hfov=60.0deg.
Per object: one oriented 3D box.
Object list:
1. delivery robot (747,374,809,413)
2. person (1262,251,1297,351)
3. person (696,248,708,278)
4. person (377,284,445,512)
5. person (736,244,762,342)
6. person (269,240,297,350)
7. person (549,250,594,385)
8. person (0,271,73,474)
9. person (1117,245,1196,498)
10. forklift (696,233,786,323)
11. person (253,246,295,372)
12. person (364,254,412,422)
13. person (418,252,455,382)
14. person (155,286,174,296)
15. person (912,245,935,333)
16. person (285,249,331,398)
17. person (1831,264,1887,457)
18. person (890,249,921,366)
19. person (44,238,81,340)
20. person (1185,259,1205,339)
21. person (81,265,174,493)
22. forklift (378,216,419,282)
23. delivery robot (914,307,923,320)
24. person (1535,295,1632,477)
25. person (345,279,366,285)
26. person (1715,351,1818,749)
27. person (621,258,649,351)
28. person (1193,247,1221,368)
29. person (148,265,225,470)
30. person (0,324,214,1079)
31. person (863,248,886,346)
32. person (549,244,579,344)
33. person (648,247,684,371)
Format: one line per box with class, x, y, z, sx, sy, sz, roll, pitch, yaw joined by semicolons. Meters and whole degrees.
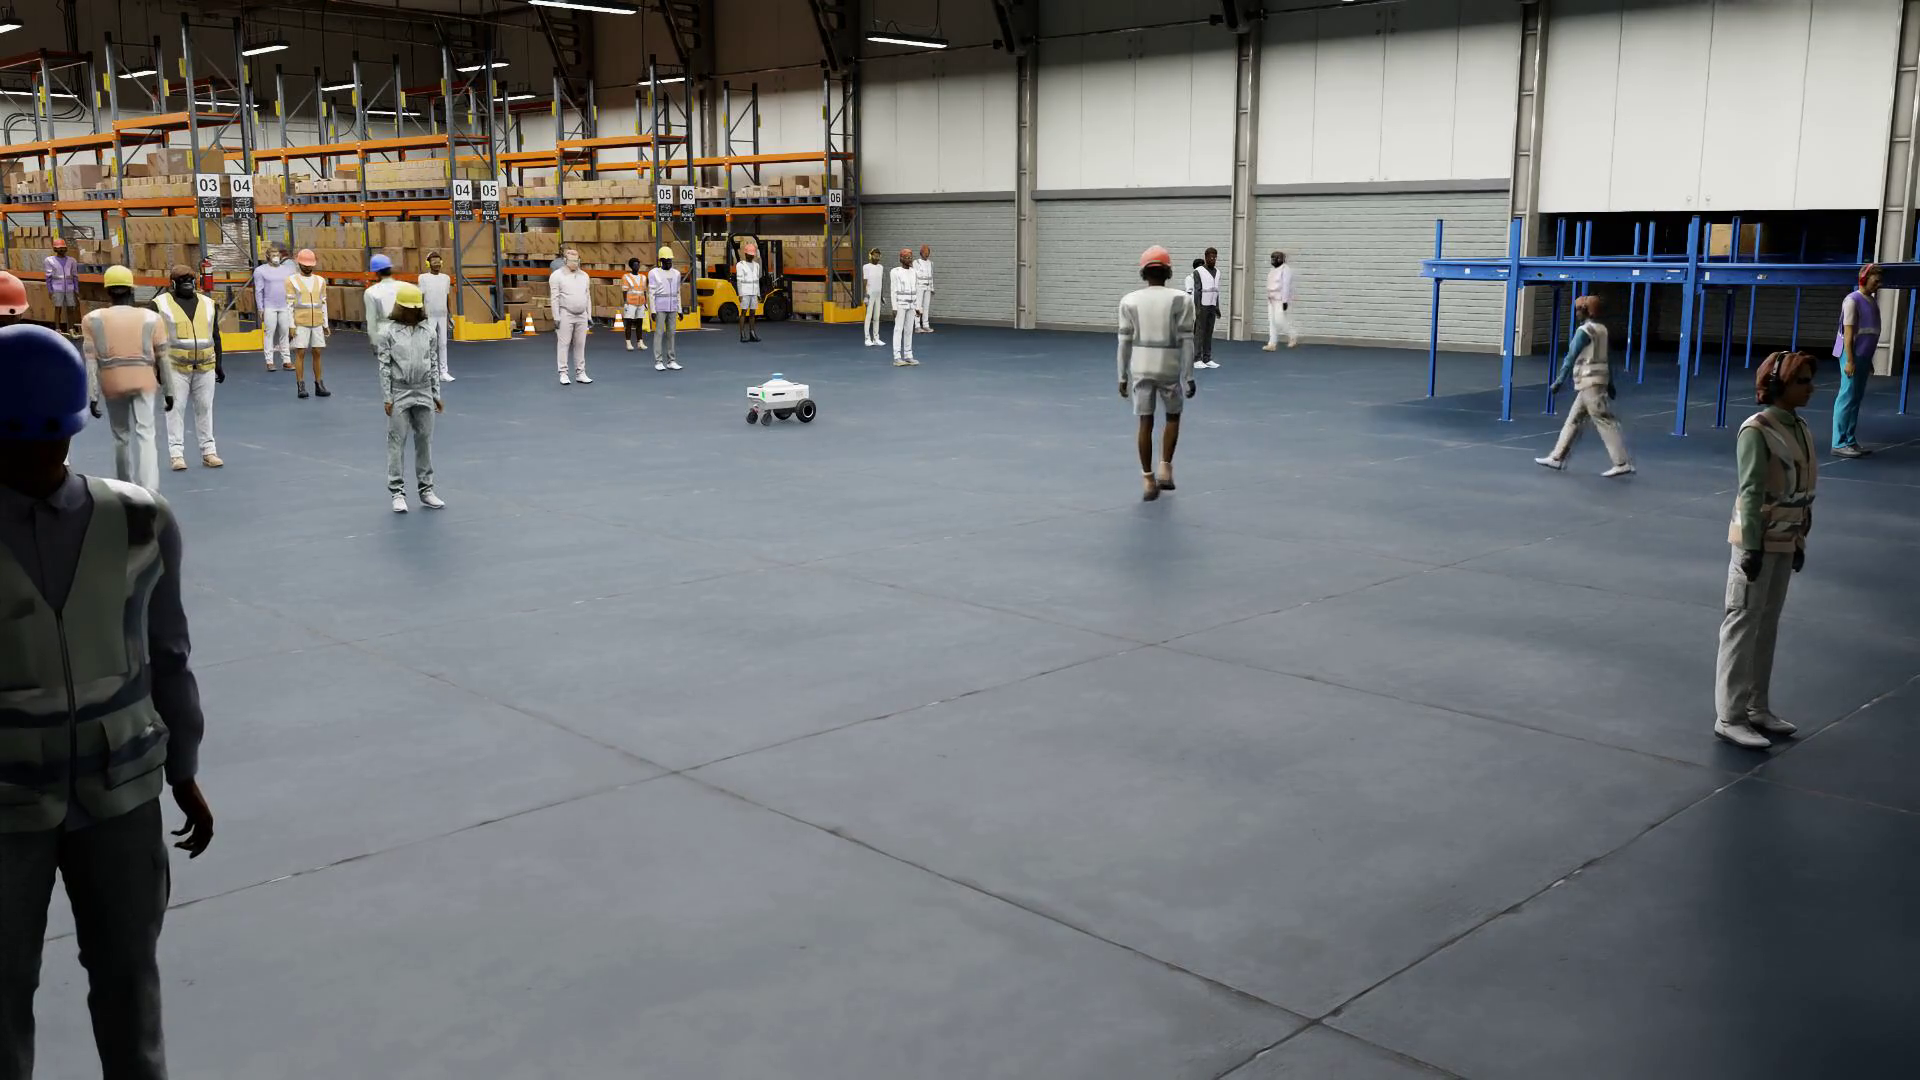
delivery robot;-2.072;-1.650;18.940;0.707;0.478;0.477;-10;14;-44
person;5.864;-4.386;30.523;0.536;1.830;0.646;-4;11;-21
person;-6.770;-6.707;43.351;0.524;1.769;0.315;-10;14;-43
person;-4.228;-1.099;12.854;0.484;1.735;0.309;-10;14;-43
person;-4.192;-4.922;33.176;0.543;1.928;0.373;-10;14;-43
person;-12.585;-4.522;30.800;0.537;2.000;0.695;-10;14;-43
person;-5.536;-3.190;23.809;0.639;1.902;0.407;-10;14;-43
person;-4.897;-0.420;8.628;0.543;1.928;0.373;-10;14;-43
person;1.602;-1.365;13.511;0.655;2.022;0.565;3;11;15
forklift;-5.496;-6.489;41.108;2.313;2.155;1.214;-10;14;-44
person;-10.716;-3.628;26.087;0.627;1.940;0.371;-10;14;-43
person;-6.423;-2.296;18.928;0.623;1.910;0.929;-6;12;-30
person;-7.580;-3.233;24.118;0.520;1.873;0.328;-10;14;-43
person;-20.031;-6.485;41.989;0.589;1.822;0.403;-10;14;-43
person;-0.789;-5.482;36.339;0.574;1.887;0.355;-10;14;-43
person;-8.558;-2.850;21.880;0.543;1.928;0.373;-10;14;-43
person;8.646;-1.735;16.044;0.563;1.837;0.389;-10;14;-43
person;-0.888;-3.796;27.160;0.574;1.883;0.355;-10;14;-43
person;-18.137;-5.068;33.654;0.605;2.045;0.377;-10;14;-43
person;4.277;-4.240;30.100;0.532;1.692;0.320;-10;14;-43
person;-6.493;-1.201;13.012;0.604;1.887;0.971;-6;12;-29
forklift;-17.868;-9.201;54.028;1.873;2.768;1.129;-10;14;-44
delivery robot;-1.207;-5.436;39.584;0.707;0.478;0.477;-10;14;-44
person;5.587;-1.366;14.723;0.915;1.585;0.509;8;13;37
person;-15.238;-6.603;42.264;0.877;1.964;0.612;6;12;30
person;3.379;0.030;6.954;0.514;1.642;0.310;-10;14;-43
person;-6.000;-4.358;30.729;0.532;1.697;0.320;-10;14;-43
person;3.957;-3.725;26.692;0.587;1.914;0.391;-10;14;-43
person;-7.019;-1.574;15.154;0.621;1.845;0.429;-10;14;-43
person;-1.864;0.527;3.435;0.604;1.938;0.402;-10;14;-43
person;-1.643;-4.684;32.053;0.520;1.865;0.328;-10;14;-43
person;-7.704;-4.813;32.549;0.627;1.940;0.371;-10;14;-43
person;-4.626;-3.646;26.217;0.586;1.928;0.369;-10;14;-43
